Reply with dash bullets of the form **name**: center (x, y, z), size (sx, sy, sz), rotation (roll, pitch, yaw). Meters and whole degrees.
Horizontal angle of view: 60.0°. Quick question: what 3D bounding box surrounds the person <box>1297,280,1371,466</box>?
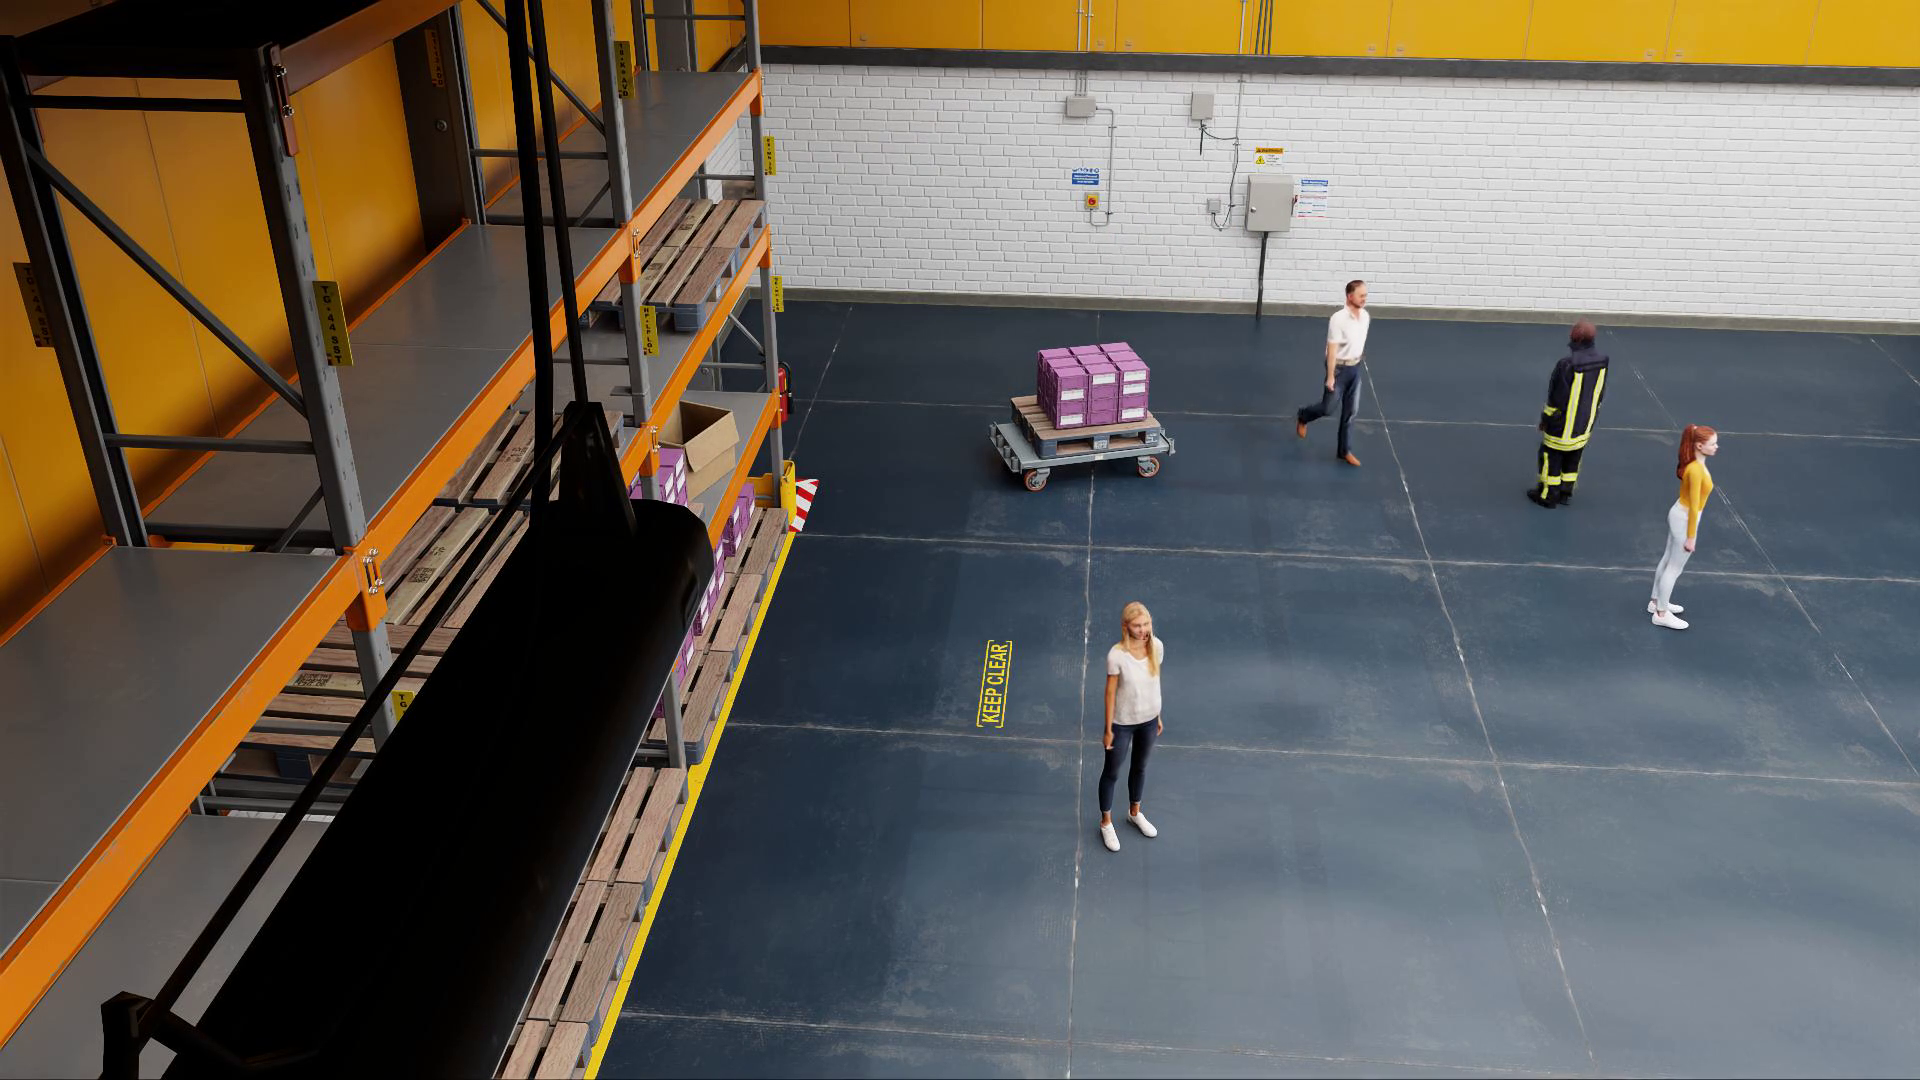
- **person**: center (3.656, -1.673, 16.182), size (1.028, 1.834, 1.190), rotation (-15, 32, -25)

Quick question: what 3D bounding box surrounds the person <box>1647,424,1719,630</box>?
- **person**: center (5.841, -0.124, 13.431), size (0.688, 1.751, 0.543), rotation (7, 29, 13)

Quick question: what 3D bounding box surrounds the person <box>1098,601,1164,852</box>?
- **person**: center (1.123, 1.198, 10.945), size (0.675, 1.809, 0.683), rotation (-14, 32, -24)

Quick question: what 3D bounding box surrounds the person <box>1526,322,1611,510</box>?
- **person**: center (5.608, -1.173, 15.287), size (0.861, 1.814, 0.846), rotation (-4, 29, -8)
